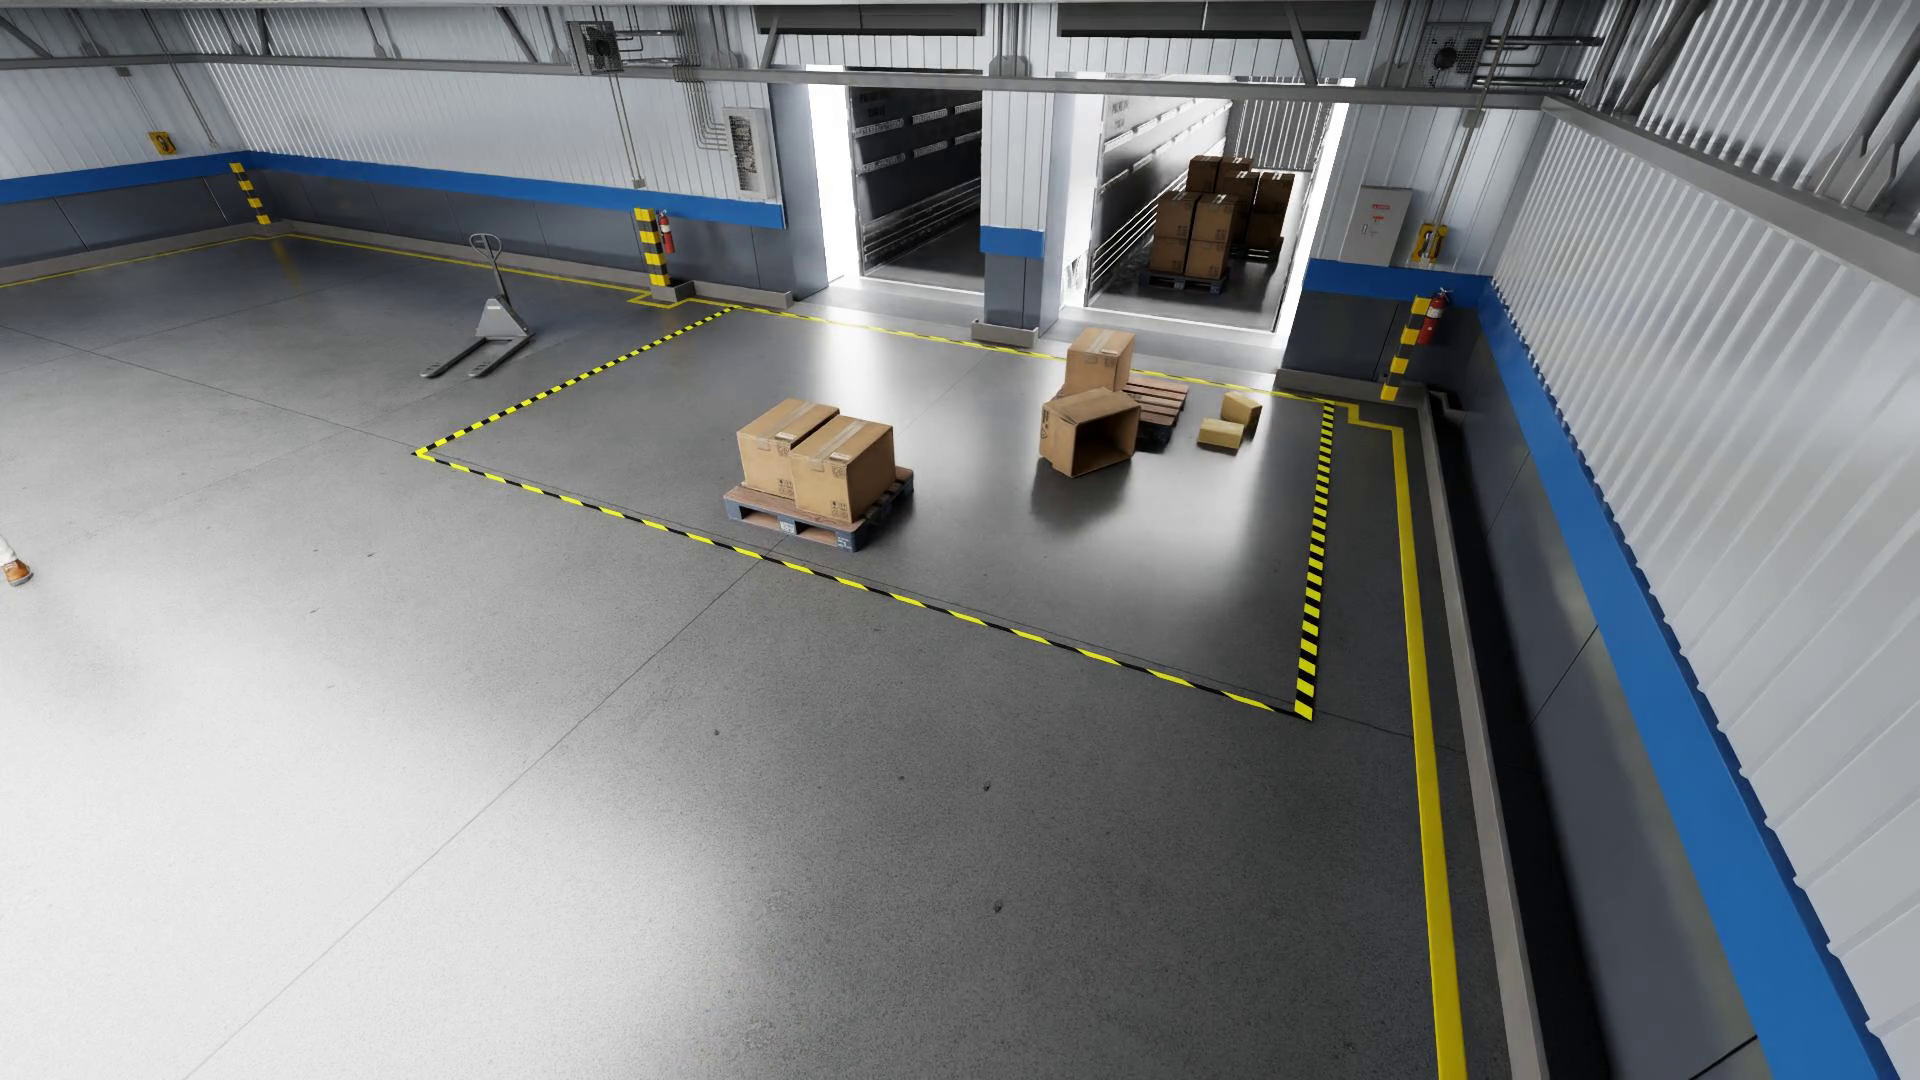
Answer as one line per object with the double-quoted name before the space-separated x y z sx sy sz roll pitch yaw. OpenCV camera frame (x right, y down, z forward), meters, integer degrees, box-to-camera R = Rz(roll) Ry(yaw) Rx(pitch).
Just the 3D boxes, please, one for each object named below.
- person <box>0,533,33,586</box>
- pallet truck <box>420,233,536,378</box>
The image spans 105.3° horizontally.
"person" -6.885 -0.476 4.677 0.603 1.949 0.394 -26 43 -32
"pallet truck" -5.664 -2.712 8.427 0.680 1.201 1.601 0 35 -1
